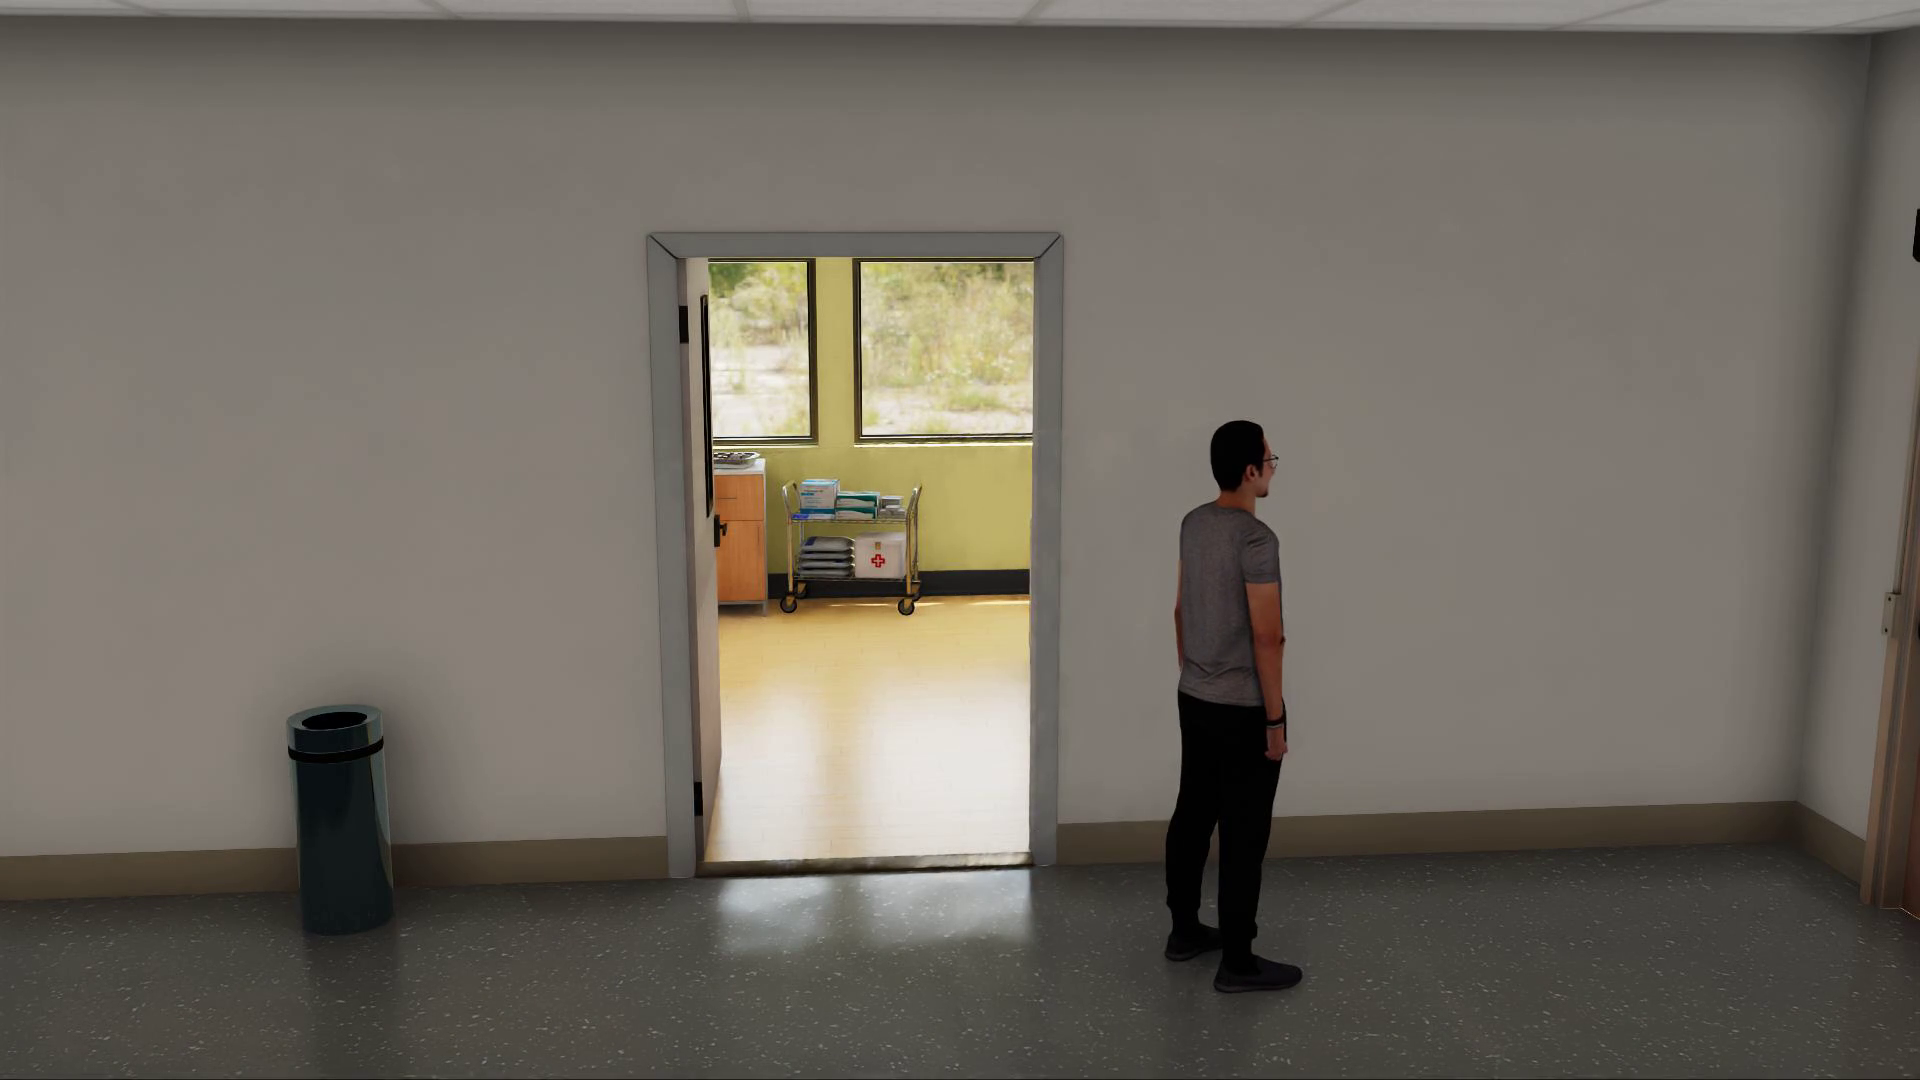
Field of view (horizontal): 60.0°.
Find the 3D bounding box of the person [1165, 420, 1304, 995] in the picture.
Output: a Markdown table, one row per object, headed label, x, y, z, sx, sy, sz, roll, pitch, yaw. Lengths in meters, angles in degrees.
| label | x | y | z | sx | sy | sz | roll | pitch | yaw |
| --- | --- | --- | --- | --- | --- | --- | --- | --- | --- |
| person | 0.831 | 0.499 | 5.167 | 0.659 | 1.754 | 0.690 | -5 | 12 | -26 |
